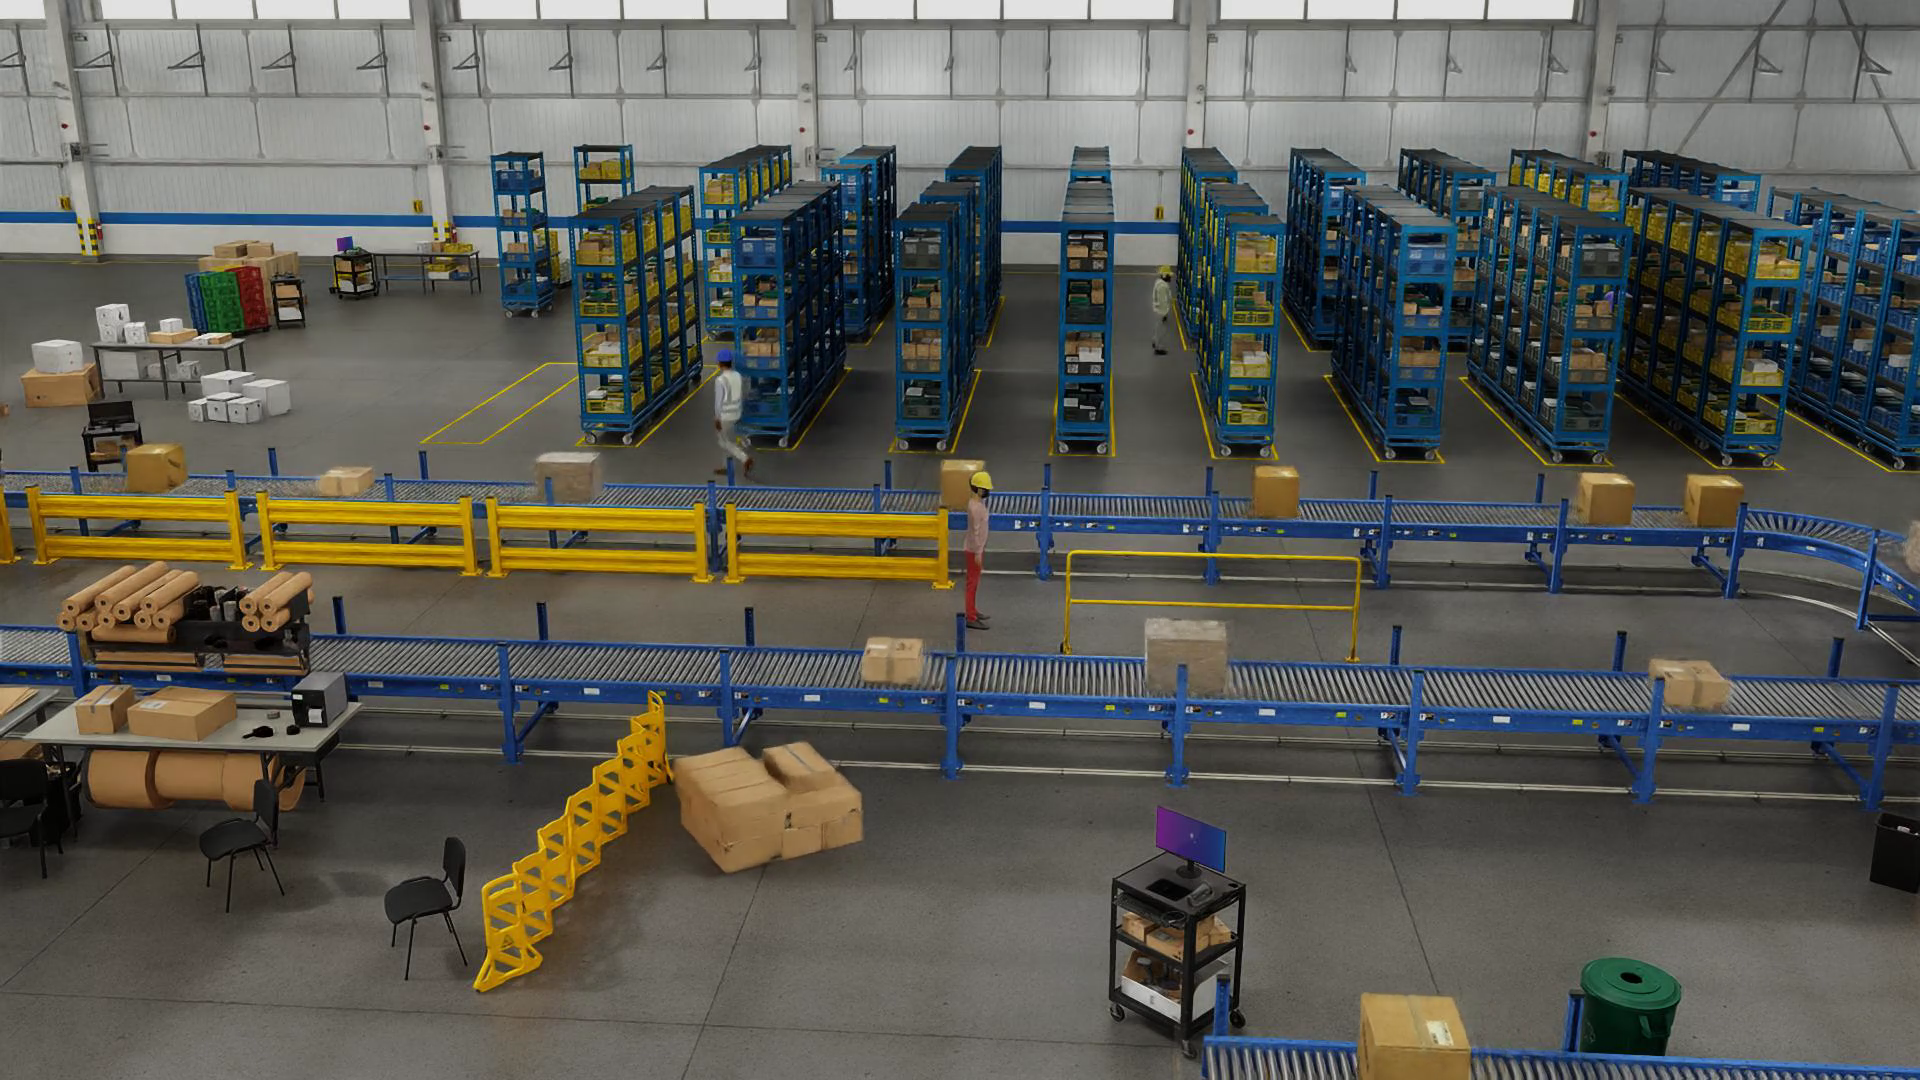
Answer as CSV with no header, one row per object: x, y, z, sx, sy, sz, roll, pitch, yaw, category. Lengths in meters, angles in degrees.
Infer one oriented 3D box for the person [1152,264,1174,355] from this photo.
4.041,-4.577,33.106,0.439,1.812,0.626,1,18,3,person

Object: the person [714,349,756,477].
-3.315,-1.823,24.190,0.702,1.924,0.617,8,19,23,person

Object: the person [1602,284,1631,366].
12.363,-4.038,31.361,0.396,1.841,0.565,-12,21,-34,person

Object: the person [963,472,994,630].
0.204,0.102,18.358,0.328,1.762,0.523,1,18,3,person
